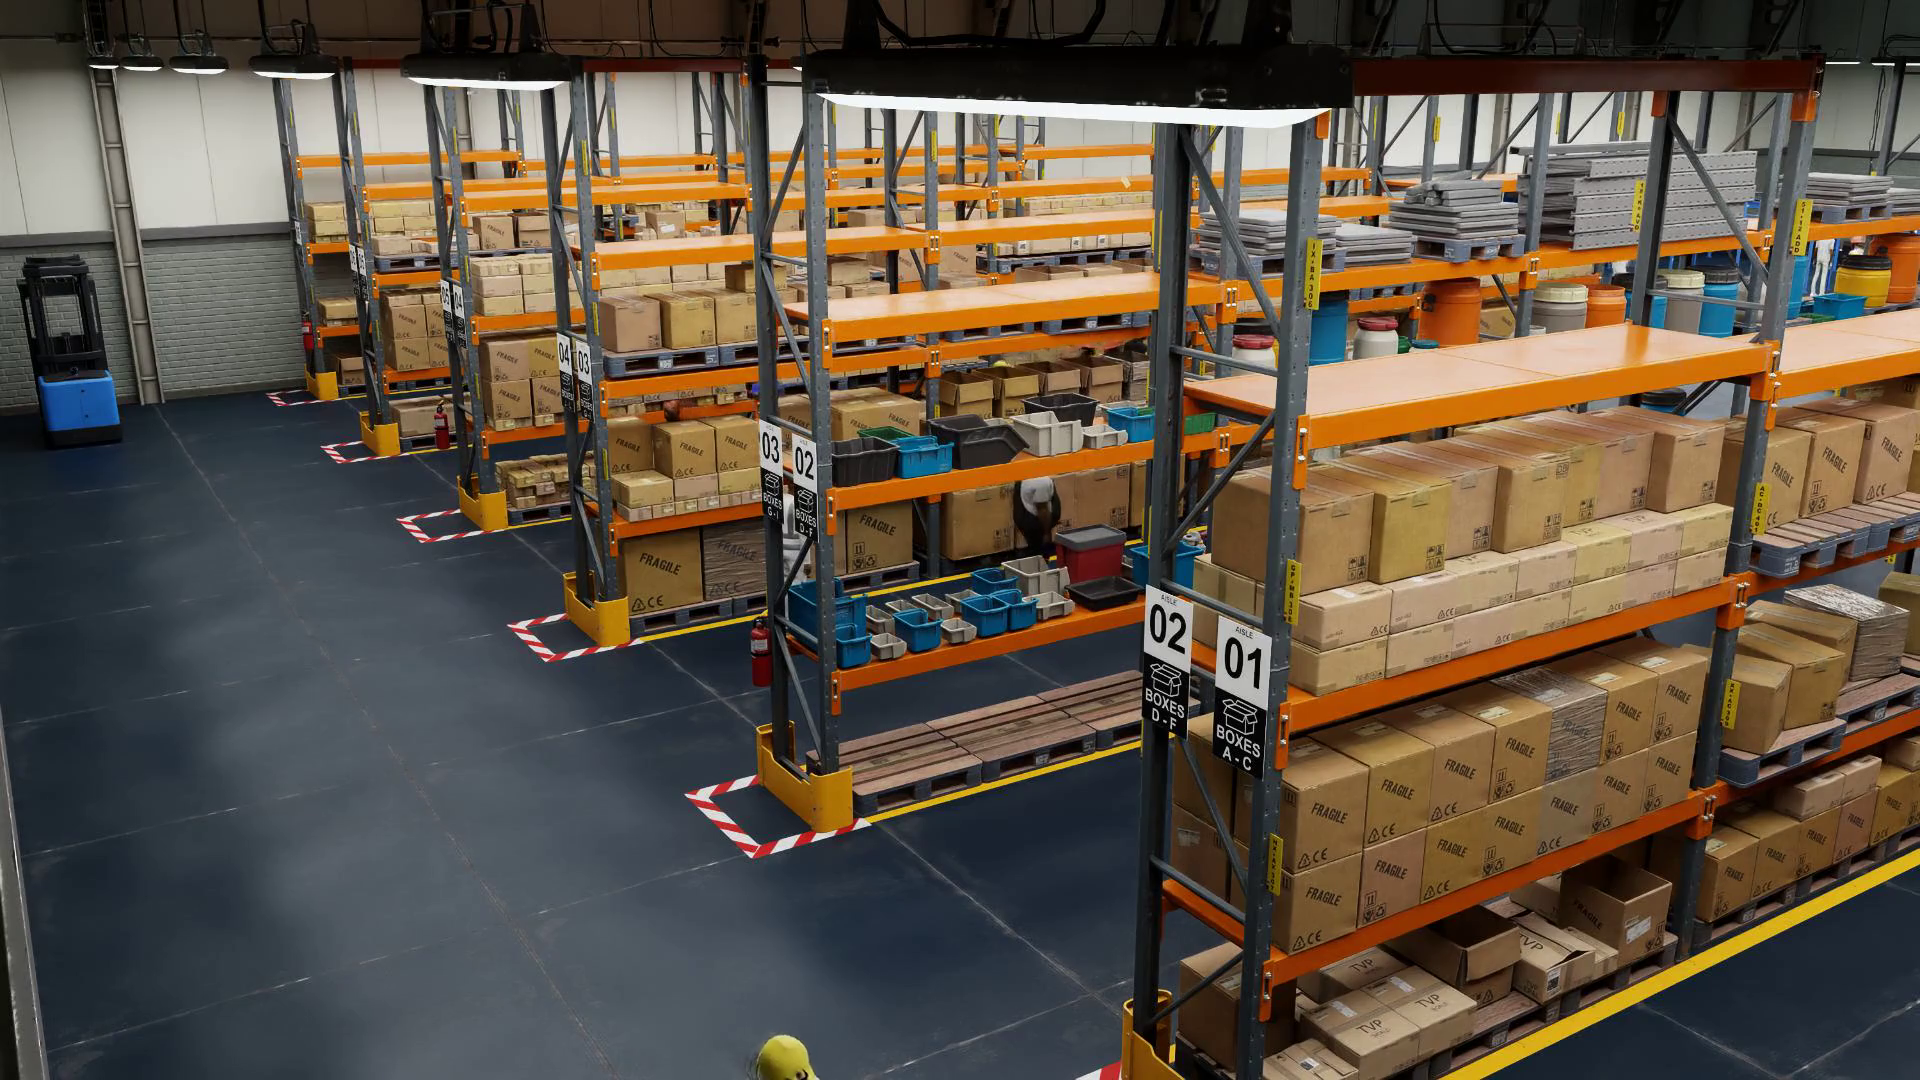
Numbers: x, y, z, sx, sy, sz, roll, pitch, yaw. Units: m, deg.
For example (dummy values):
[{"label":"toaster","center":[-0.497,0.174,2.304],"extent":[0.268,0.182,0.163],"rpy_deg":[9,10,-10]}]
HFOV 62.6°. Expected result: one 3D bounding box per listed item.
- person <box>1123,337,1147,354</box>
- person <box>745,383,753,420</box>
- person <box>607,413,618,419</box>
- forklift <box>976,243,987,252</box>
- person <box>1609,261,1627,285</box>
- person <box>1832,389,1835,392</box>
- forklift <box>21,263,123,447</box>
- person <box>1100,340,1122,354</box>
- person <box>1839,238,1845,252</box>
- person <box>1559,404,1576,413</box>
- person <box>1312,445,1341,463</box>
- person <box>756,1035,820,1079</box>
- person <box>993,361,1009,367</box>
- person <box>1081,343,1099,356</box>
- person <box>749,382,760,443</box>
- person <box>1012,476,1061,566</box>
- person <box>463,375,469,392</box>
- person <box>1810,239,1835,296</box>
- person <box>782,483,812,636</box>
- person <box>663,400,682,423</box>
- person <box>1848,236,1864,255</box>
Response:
[{"label":"person","center":[2.866,-2.555,25.423],"extent":[0.398,1.986,0.622],"rpy_deg":[-10,20,-30]},{"label":"person","center":[-3.075,-2.250,24.725],"extent":[0.816,1.816,0.632],"rpy_deg":[-12,21,-34]},{"label":"person","center":[-4.441,-0.873,20.525],"extent":[0.609,1.617,0.509],"rpy_deg":[-3,17,-11]},{"label":"forklift","center":[0.988,-5.474,34.718],"extent":[1.214,2.155,2.313],"rpy_deg":[-10,20,-31]},{"label":"person","center":[15.976,-6.394,38.150],"extent":[0.655,1.920,0.628],"rpy_deg":[5,18,16]},{"label":"person","center":[16.461,-3.698,29.408],"extent":[0.389,1.848,0.563],"rpy_deg":[-3,17,-9]},{"label":"forklift","center":[-14.518,-3.079,25.708],"extent":[1.129,2.768,1.873],"rpy_deg":[-10,20,-31]},{"label":"person","center":[2.357,-2.135,24.075],"extent":[1.035,1.969,0.661],"rpy_deg":[-6,18,-19]},{"label":"person","center":[28.295,-10.247,50.758],"extent":[0.585,1.921,0.383],"rpy_deg":[4,17,12]},{"label":"person","center":[10.653,-3.048,27.604],"extent":[0.536,1.648,0.867],"rpy_deg":[-4,18,-14]},{"label":"person","center":[4.818,-1.020,20.765],"extent":[0.309,1.769,0.524],"rpy_deg":[-8,19,-25]},{"label":"person","center":[-0.800,3.085,7.282],"extent":[0.585,1.780,0.947],"rpy_deg":[-14,22,-39]},{"label":"person","center":[0.735,-1.670,22.726],"extent":[1.010,1.877,0.597],"rpy_deg":[-6,18,-20]},{"label":"person","center":[1.915,-2.165,24.280],"extent":[0.542,1.911,0.557],"rpy_deg":[-14,22,-38]},{"label":"person","center":[-2.655,-1.220,21.217],"extent":[1.028,1.882,0.607],"rpy_deg":[-7,18,-22]},{"label":"person","center":[0.865,-0.202,17.692],"extent":[0.563,2.000,0.700],"rpy_deg":[-7,18,-22]},{"label":"person","center":[-8.318,-2.928,27.171],"extent":[0.682,1.680,0.531],"rpy_deg":[-11,20,-32]},{"label":"person","center":[22.414,-7.234,40.974],"extent":[0.317,1.865,0.523],"rpy_deg":[-9,19,-27]},{"label":"person","center":[-1.756,0.152,16.722],"extent":[0.338,1.882,0.582],"rpy_deg":[-12,21,-34]},{"label":"person","center":[-3.467,-0.900,20.253],"extent":[0.867,1.850,0.593],"rpy_deg":[-9,19,-26]},{"label":"person","center":[21.787,-6.464,38.412],"extent":[0.564,1.894,0.998],"rpy_deg":[-7,18,-23]}]
